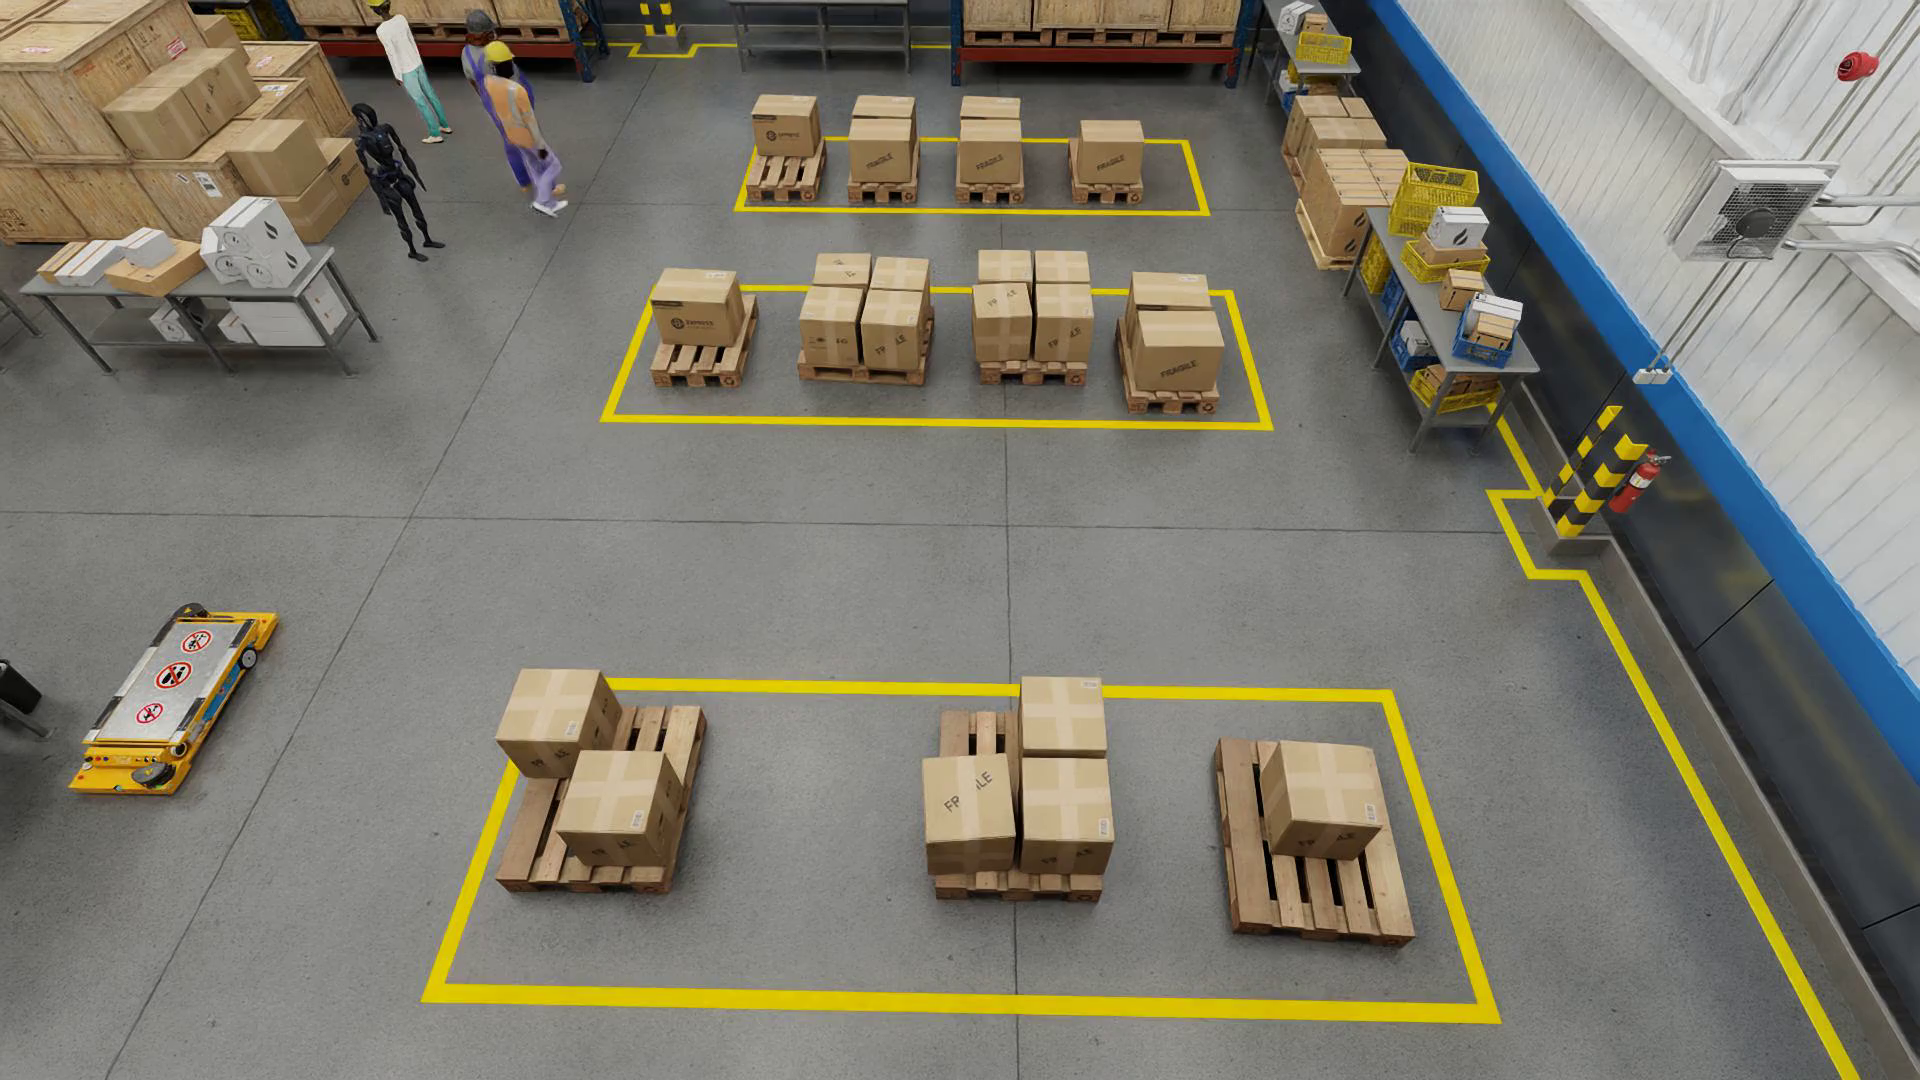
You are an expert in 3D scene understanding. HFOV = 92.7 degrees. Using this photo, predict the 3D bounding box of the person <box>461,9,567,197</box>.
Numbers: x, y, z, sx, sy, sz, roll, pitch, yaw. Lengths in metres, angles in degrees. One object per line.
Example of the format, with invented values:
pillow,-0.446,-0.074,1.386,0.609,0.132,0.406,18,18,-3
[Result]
person,-5.052,-4.892,10.347,0.688,2.000,0.539,21,53,17

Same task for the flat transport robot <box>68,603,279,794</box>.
flat transport robot,-5.504,1.072,6.442,0.652,0.197,1.431,1,50,1

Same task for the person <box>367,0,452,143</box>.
person,-6.819,-5.829,11.318,0.310,1.768,0.528,7,50,6

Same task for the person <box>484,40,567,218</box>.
person,-4.775,-4.443,10.053,0.590,1.905,0.464,22,53,18

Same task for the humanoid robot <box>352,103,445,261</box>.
humanoid robot,-5.929,-3.733,9.602,0.329,1.651,0.578,15,51,12
